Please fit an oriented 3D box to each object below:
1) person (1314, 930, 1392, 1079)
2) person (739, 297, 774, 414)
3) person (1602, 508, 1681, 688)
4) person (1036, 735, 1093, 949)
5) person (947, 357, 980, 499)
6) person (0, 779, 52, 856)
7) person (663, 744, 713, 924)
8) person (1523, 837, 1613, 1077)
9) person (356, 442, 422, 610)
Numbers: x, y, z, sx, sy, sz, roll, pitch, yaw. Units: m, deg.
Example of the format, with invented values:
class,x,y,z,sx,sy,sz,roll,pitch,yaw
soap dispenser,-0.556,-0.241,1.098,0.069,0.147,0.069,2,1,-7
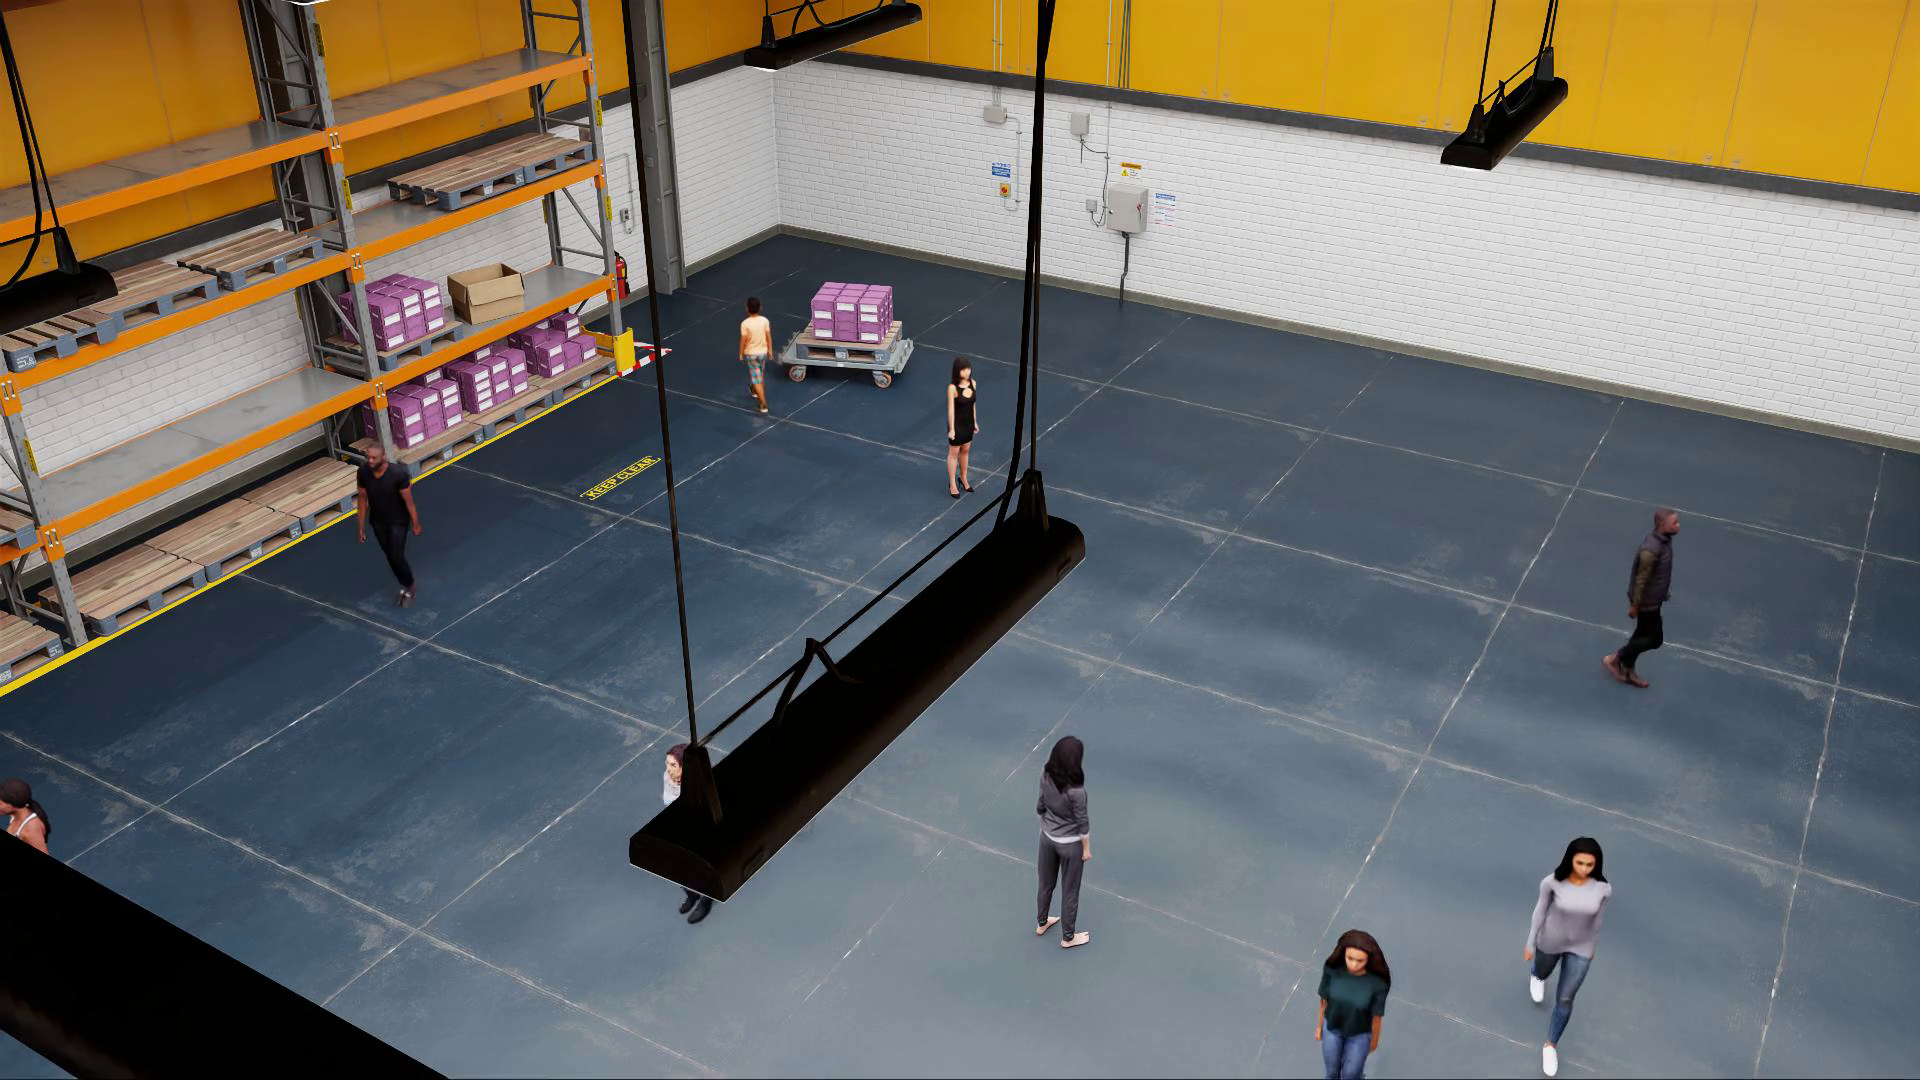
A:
class,x,y,z,sx,sy,sz,roll,pitch,yaw
person,2.499,3.078,10.638,0.584,1.600,0.673,16,33,27
person,-2.503,-2.268,20.622,0.972,1.425,0.918,-15,32,-26
person,6.175,0.511,15.111,0.769,1.823,0.652,18,33,30
person,0.741,2.185,12.105,0.642,1.763,0.581,23,36,36
person,0.010,-1.280,18.576,0.539,1.650,0.682,-21,35,-33
person,-6.437,2.399,11.722,0.602,1.755,0.616,-24,37,-37
person,-1.949,2.139,12.338,0.659,1.622,0.601,21,35,34
person,4.074,2.686,11.251,0.833,1.703,1.200,7,29,13
person,-5.590,-0.204,16.446,0.780,1.800,0.771,7,29,13
